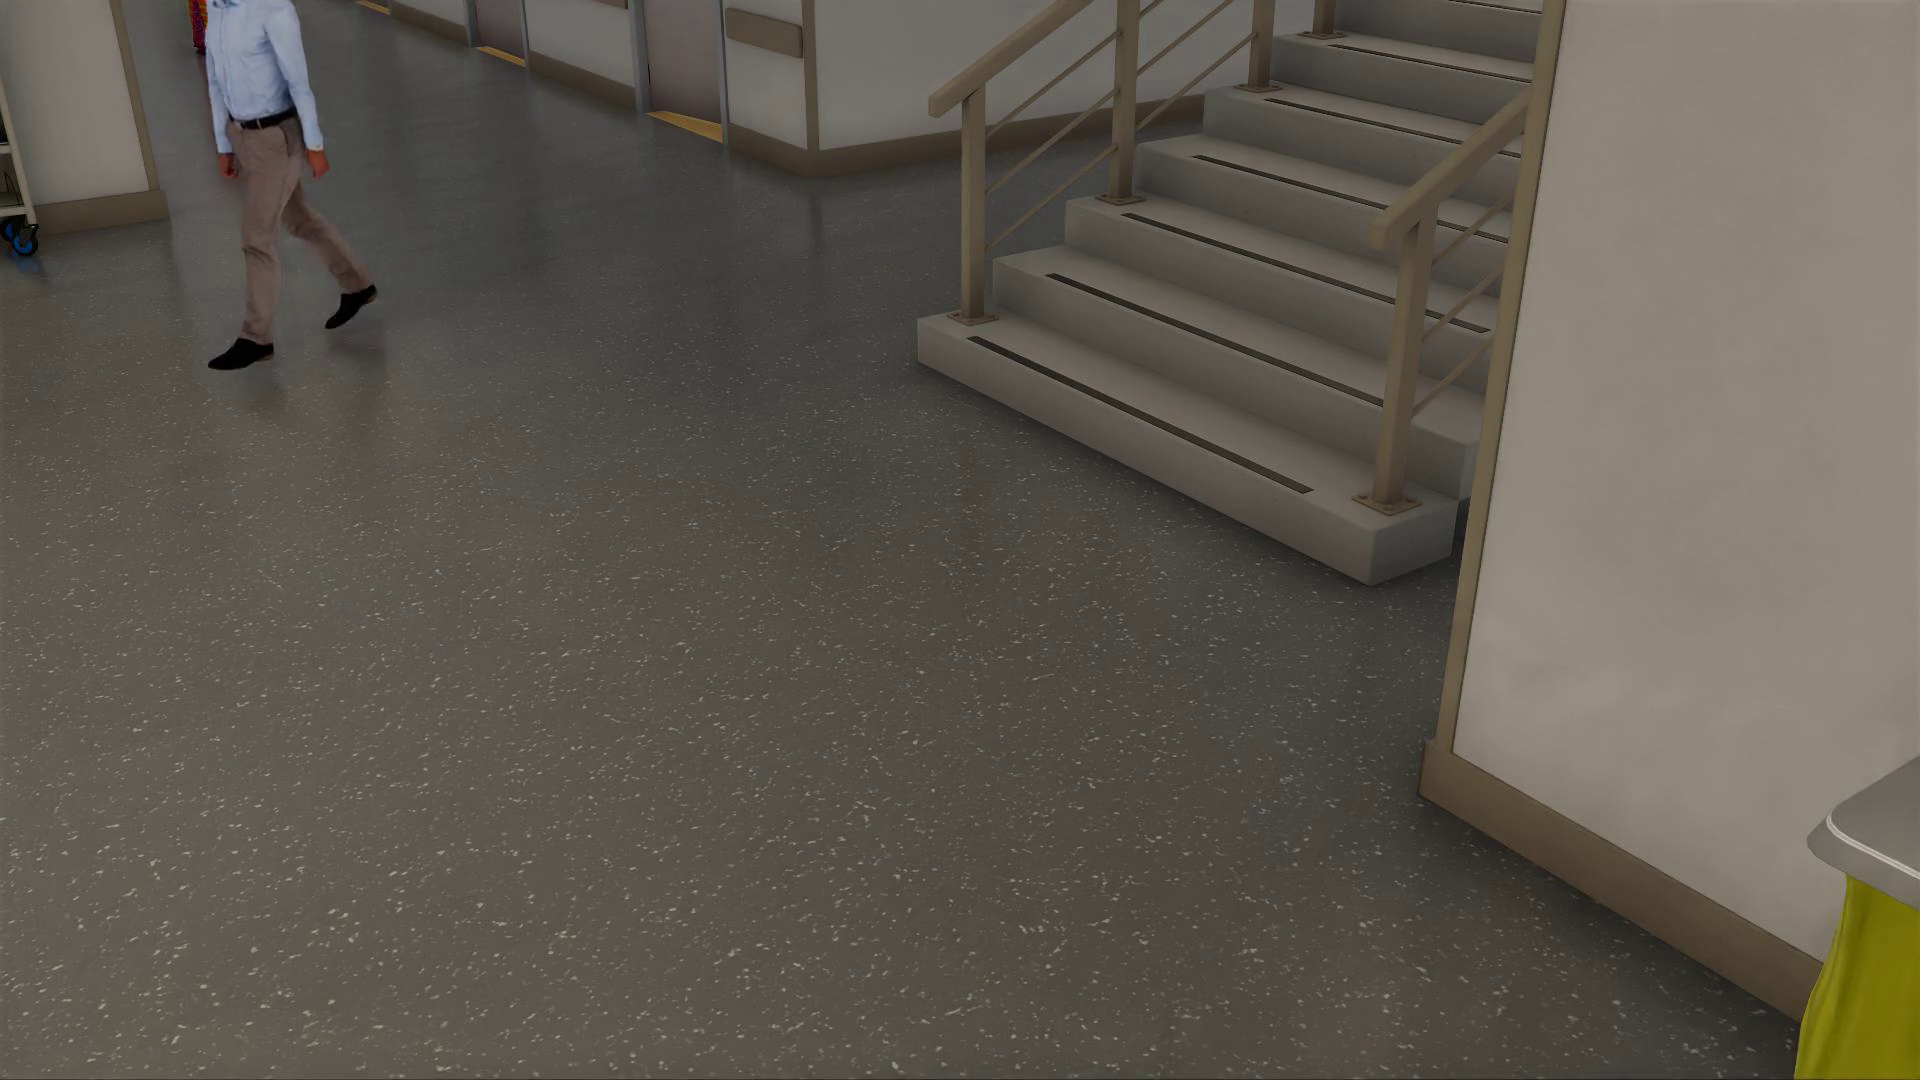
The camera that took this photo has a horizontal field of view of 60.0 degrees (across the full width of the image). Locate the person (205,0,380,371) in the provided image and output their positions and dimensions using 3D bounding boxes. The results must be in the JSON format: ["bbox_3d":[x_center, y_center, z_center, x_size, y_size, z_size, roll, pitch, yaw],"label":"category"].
[{"bbox_3d":[-2.879,-1.693,7.078,1.005,1.804,1.319,14,29,26],"label":"person"}]
